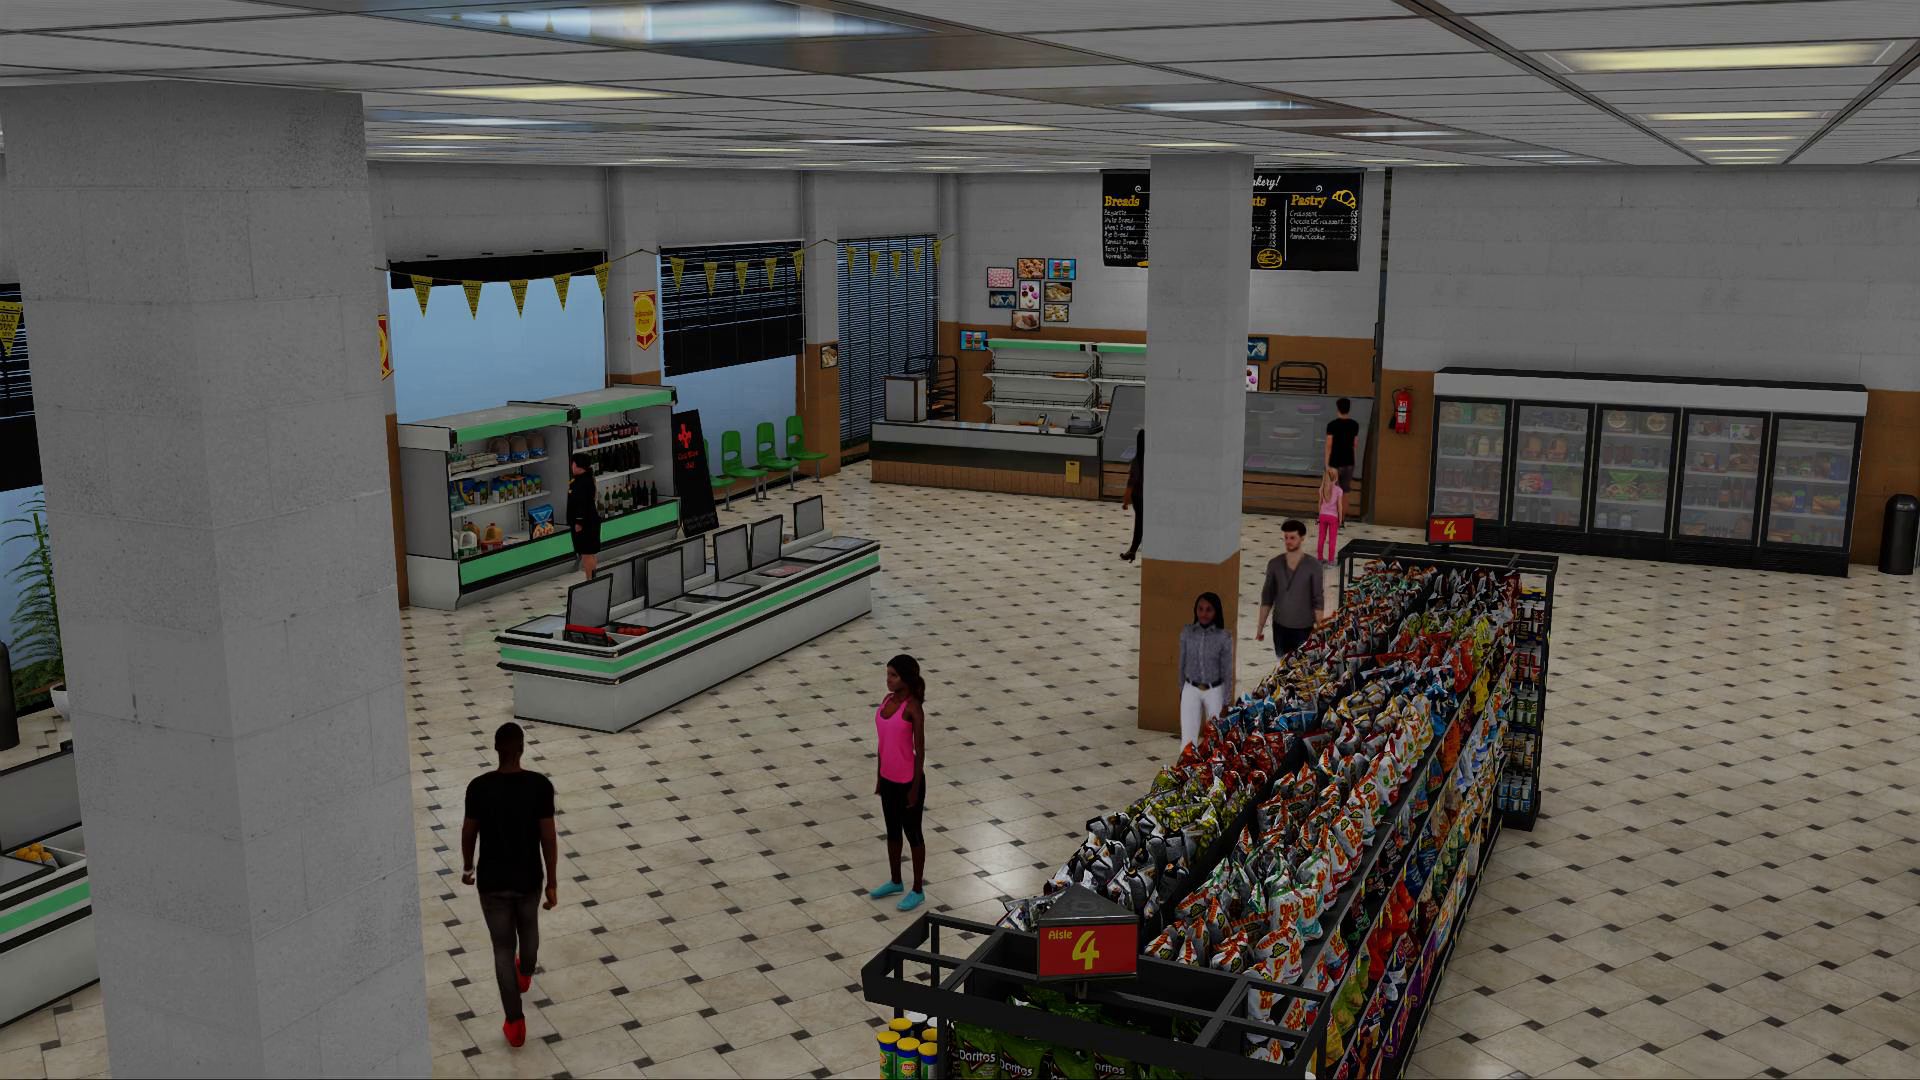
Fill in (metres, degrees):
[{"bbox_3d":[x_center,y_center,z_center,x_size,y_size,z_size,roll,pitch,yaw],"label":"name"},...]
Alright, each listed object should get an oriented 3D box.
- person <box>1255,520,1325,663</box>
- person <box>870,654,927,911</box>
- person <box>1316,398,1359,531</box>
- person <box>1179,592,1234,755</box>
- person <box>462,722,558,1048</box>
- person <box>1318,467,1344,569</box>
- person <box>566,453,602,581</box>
[{"bbox_3d":[2.961,0.752,14.606,0.800,1.883,0.938,8,14,34],"label":"person"},{"bbox_3d":[-0.378,1.585,11.035,0.658,1.723,0.631,-11,16,-42],"label":"person"},{"bbox_3d":[5.356,-1.054,23.260,0.834,1.850,0.878,-2,12,-10],"label":"person"},{"bbox_3d":[1.915,1.238,12.817,0.608,1.668,1.143,5,13,24],"label":"person"},{"bbox_3d":[-2.490,1.944,9.243,1.141,1.760,1.202,-5,13,-21],"label":"person"},{"bbox_3d":[4.675,-0.299,21.076,0.514,1.272,0.543,9,15,36],"label":"person"},{"bbox_3d":[-4.422,-0.192,19.601,0.864,1.671,0.746,-1,12,-4],"label":"person"}]
